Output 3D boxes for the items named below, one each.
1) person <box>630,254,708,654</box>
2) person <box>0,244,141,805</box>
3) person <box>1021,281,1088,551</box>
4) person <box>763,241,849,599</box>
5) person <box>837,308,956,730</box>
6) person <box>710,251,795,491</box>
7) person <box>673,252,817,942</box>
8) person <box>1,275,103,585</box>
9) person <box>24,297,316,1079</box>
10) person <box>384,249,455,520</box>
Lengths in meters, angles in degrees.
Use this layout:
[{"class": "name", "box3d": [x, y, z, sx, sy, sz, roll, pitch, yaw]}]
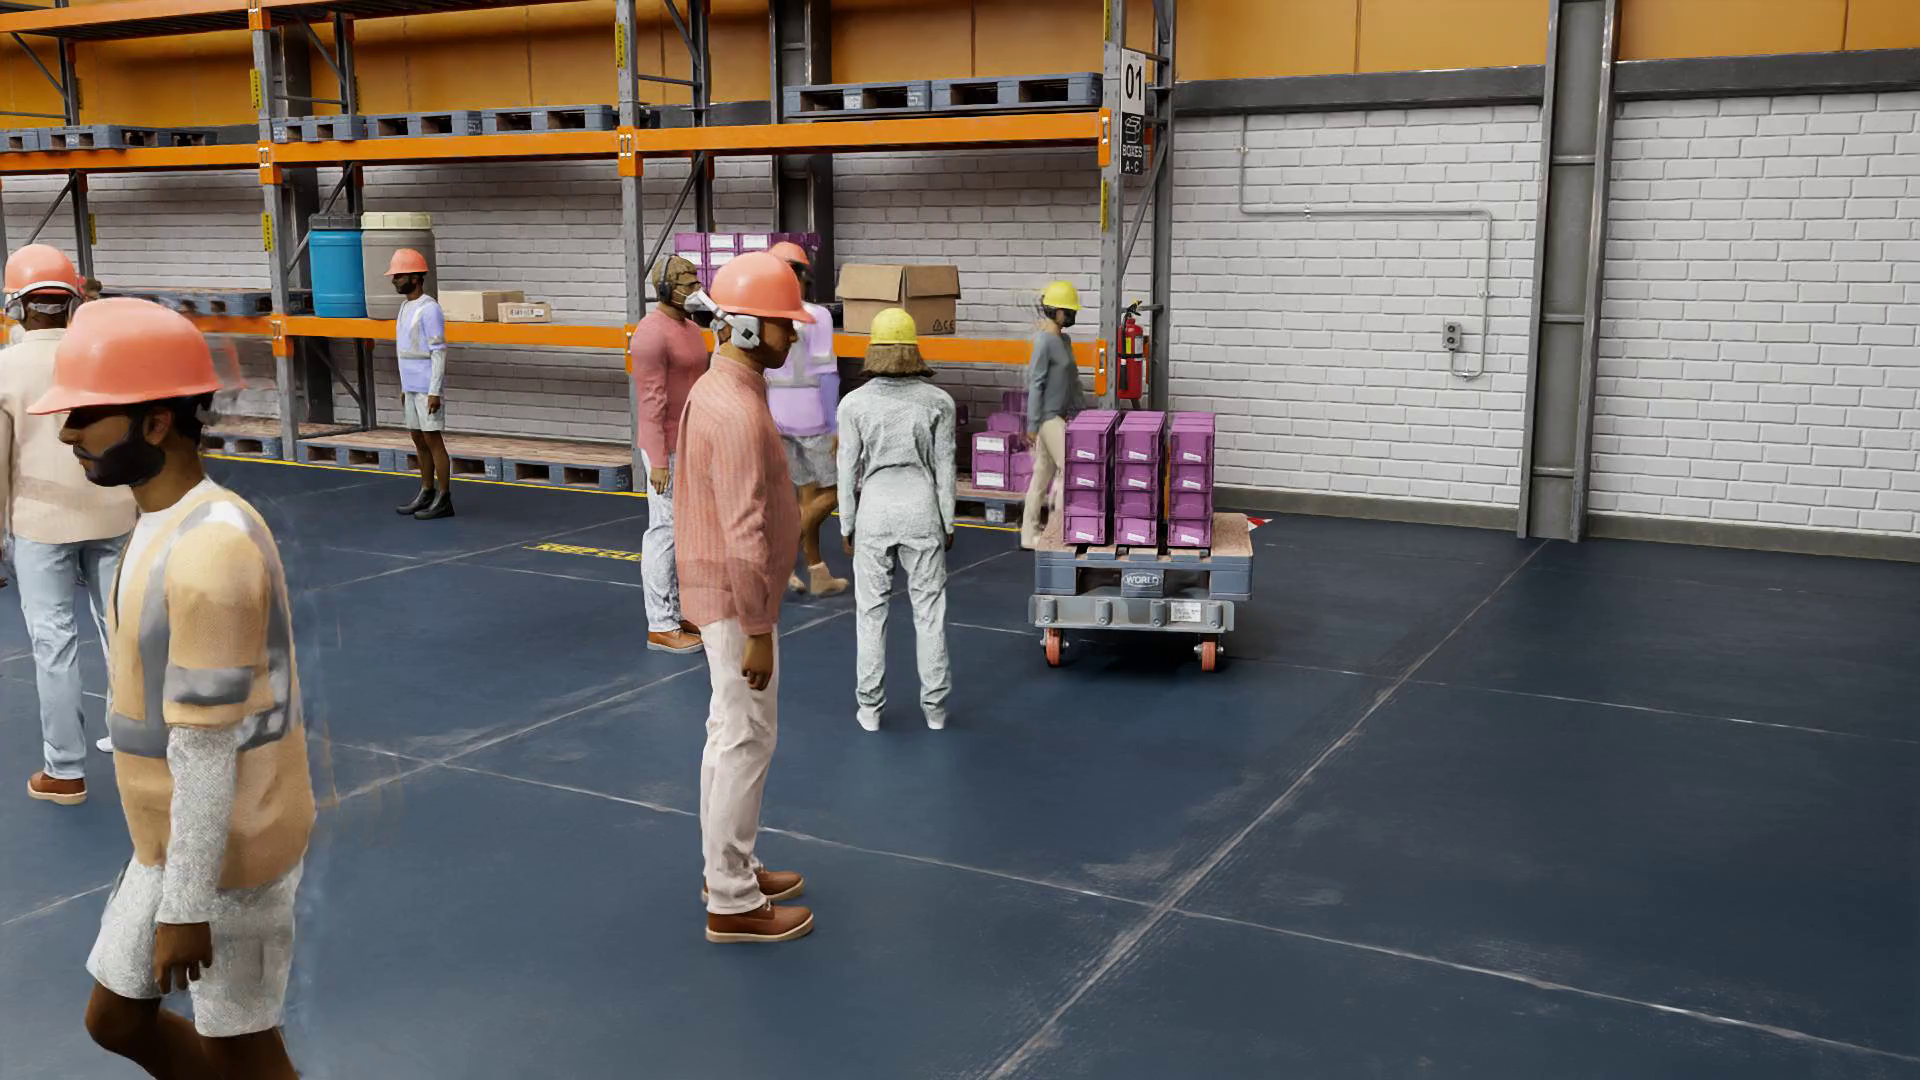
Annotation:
[{"class": "person", "box3d": [-1.394, -0.425, 8.181, 0.357, 1.938, 0.638, 2, 11, 10]}, {"class": "person", "box3d": [-3.207, -0.051, 5.976, 0.387, 1.996, 0.611, 9, 14, 41]}, {"class": "person", "box3d": [0.663, -0.757, 10.533, 0.648, 1.742, 0.526, 3, 11, 16]}, {"class": "person", "box3d": [-0.901, -0.644, 9.236, 0.593, 2.000, 0.672, -10, 14, -43]}, {"class": "person", "box3d": [-0.260, -0.078, 6.849, 0.487, 1.737, 0.323, -1, 10, -4]}, {"class": "person", "box3d": [-1.197, -0.751, 9.970, 0.627, 1.940, 0.371, 2, 11, 12]}, {"class": "person", "box3d": [-0.607, 0.176, 4.782, 0.410, 1.980, 0.624, -3, 11, -14]}, {"class": "person", "box3d": [-5.212, -0.620, 9.623, 0.625, 1.810, 0.626, -6, 12, -28]}, {"class": "person", "box3d": [-1.367, 0.534, 2.996, 0.424, 1.921, 0.547, -8, 13, -36]}, {"class": "person", "box3d": [-3.898, -1.111, 11.949, 0.373, 1.934, 0.551, -9, 14, -40]}]
